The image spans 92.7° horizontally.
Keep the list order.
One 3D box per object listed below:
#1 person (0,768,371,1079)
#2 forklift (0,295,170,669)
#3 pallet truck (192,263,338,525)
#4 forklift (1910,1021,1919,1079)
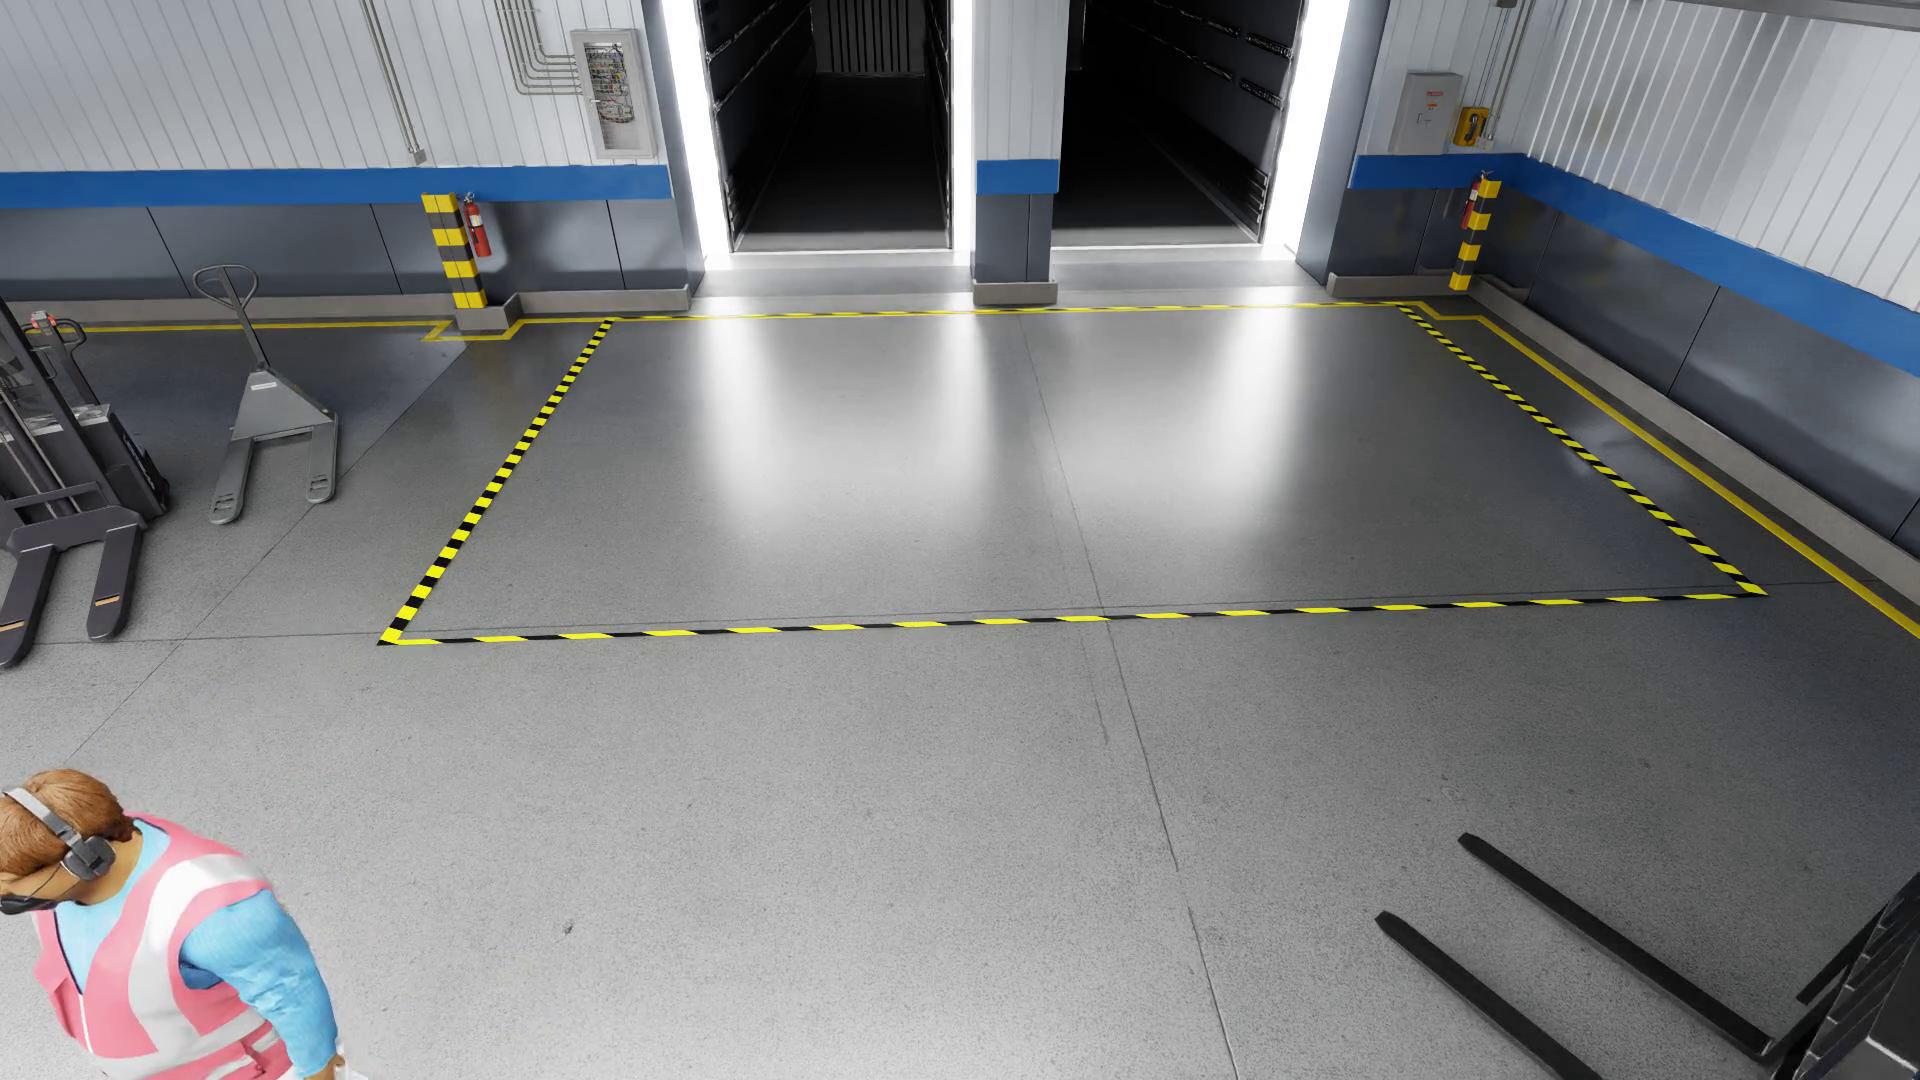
[{"bbox_3d":[-1.863,1.244,2.342,0.637,1.840,0.429,12,37,17],"label":"person"},{"bbox_3d":[-5.212,-0.618,4.878,0.823,1.965,1.885,-20,39,-26],"label":"forklift"},{"bbox_3d":[-4.778,-1.027,6.128,0.680,1.201,1.601,-17,38,-23],"label":"pallet truck"},{"bbox_3d":[3.249,1.561,1.437,1.157,2.036,2.680,-23,41,-30],"label":"forklift"}]
